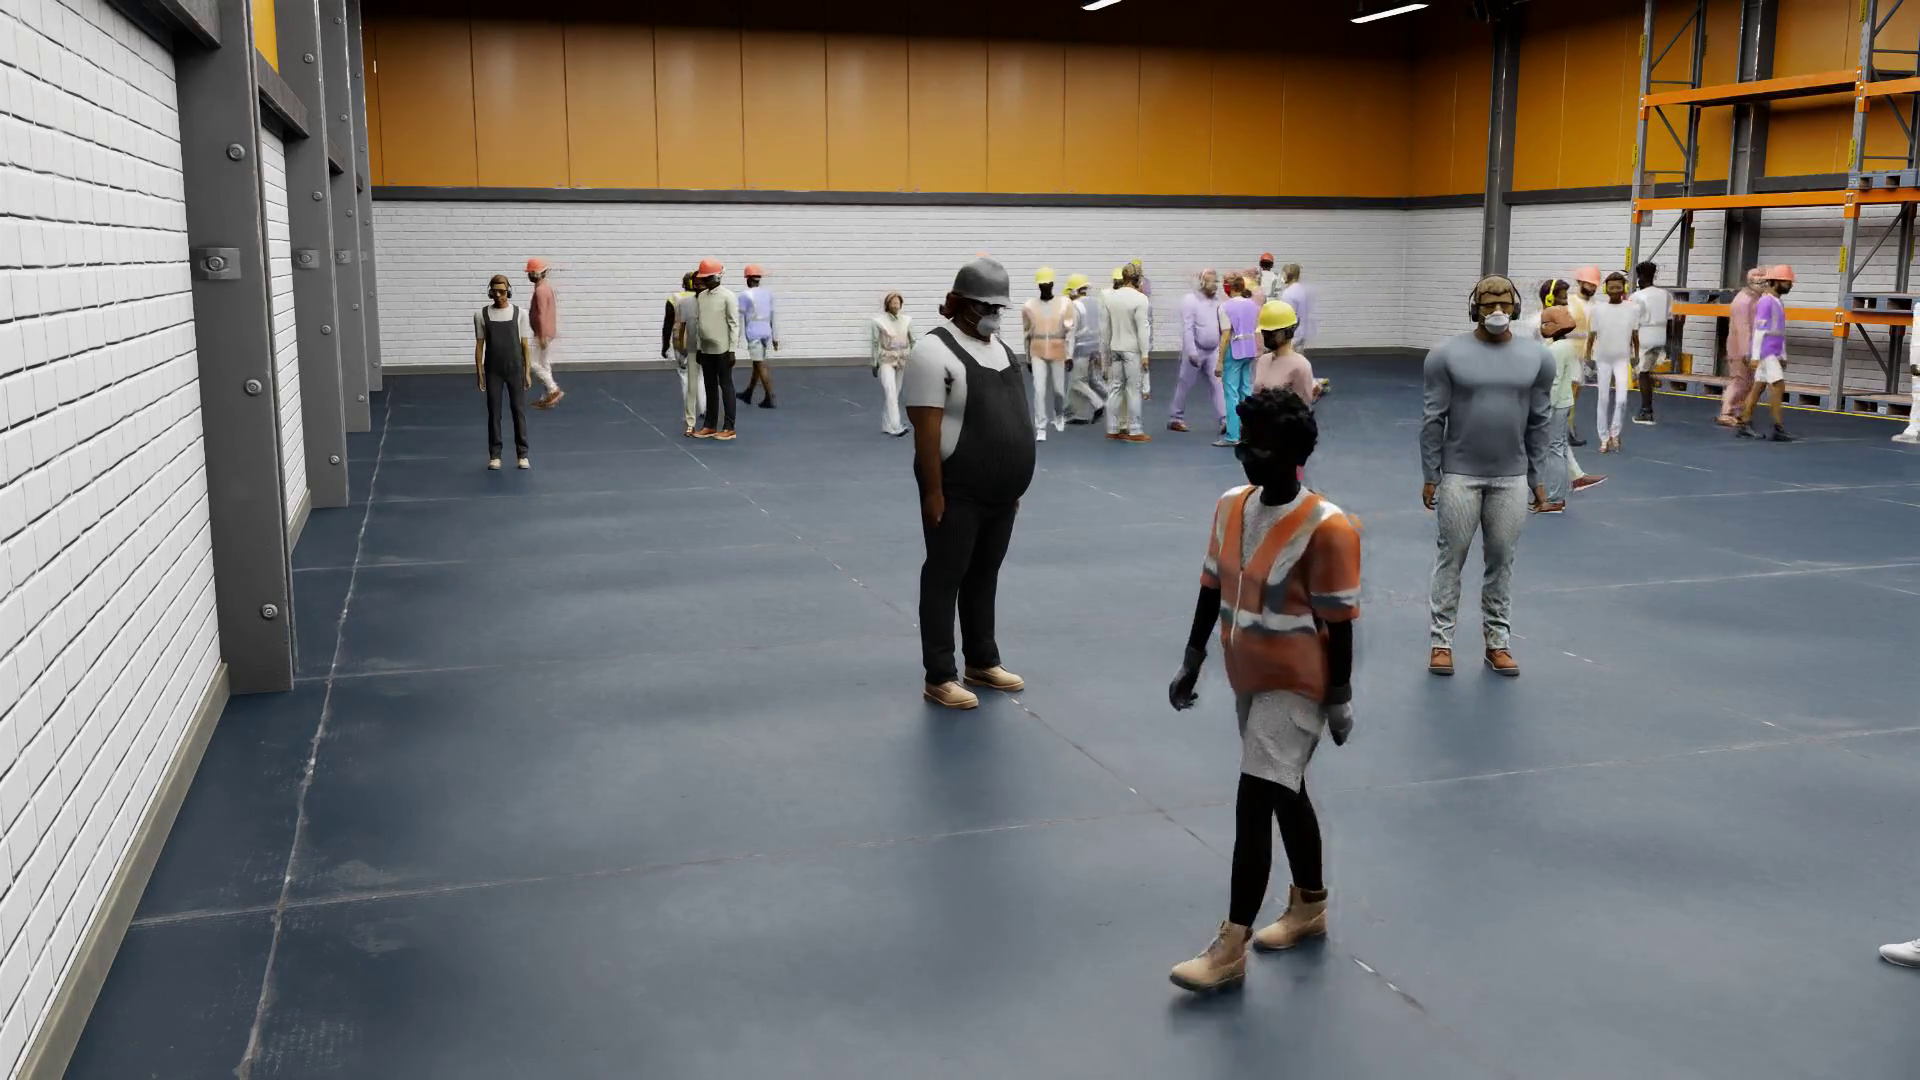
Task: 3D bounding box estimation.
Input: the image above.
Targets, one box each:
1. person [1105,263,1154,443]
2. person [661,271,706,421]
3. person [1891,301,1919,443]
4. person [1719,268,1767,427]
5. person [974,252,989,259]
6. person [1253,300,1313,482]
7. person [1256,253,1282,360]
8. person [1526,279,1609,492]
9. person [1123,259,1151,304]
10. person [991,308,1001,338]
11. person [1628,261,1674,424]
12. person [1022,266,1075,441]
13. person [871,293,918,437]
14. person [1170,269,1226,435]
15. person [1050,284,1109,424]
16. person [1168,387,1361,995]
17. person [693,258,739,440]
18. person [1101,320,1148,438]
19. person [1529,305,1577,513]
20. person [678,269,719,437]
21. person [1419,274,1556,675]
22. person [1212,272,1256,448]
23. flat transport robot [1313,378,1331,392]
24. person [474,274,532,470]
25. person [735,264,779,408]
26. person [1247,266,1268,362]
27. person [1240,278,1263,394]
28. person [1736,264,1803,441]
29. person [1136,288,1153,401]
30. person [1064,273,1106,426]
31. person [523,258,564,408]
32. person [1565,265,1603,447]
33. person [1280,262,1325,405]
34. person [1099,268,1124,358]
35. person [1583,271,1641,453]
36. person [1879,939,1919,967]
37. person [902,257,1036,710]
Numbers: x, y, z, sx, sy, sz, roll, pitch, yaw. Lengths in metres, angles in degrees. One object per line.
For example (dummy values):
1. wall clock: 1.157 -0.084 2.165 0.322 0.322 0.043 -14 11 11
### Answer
1. person: 1.810 -1.994 17.920 0.579 1.935 0.646 -7 12 -35
2. person: -3.282 -2.340 20.189 0.641 1.820 0.546 -5 11 -25
3. person: 10.366 -1.927 17.661 0.578 1.862 0.774 -4 11 -23
4. person: 9.156 -2.232 19.418 0.488 1.863 0.686 8 13 39
5. person: 0.321 -3.250 24.794 0.374 2.043 0.611 4 10 20
6. person: 1.897 -0.553 10.003 0.320 1.762 0.522 -5 11 -26
7. person: 5.636 -4.272 30.715 0.615 2.039 0.387 3 10 15
8. person: 4.964 -1.270 13.993 0.999 1.810 0.509 4 11 22
9. person: 3.286 -4.313 31.277 0.594 1.925 0.368 0 10 -2
10. person: 0.266 -2.094 18.407 0.551 1.934 0.373 -8 12 -38
11. person: 8.184 -2.366 19.955 0.630 1.935 0.646 -4 11 -22
12. person: 0.970 -2.055 18.273 0.589 1.906 0.735 1 10 5
13. person: -0.689 -1.924 18.432 0.516 1.590 0.875 -6 11 -31
14. person: 2.740 -2.114 18.771 0.648 1.855 0.986 -6 11 -31
15. person: 1.545 -2.227 19.905 0.905 1.690 0.515 -2 10 -10
16. person: 0.803 0.414 4.667 0.767 1.669 0.540 -4 11 -24
17. person: -2.689 -2.090 18.246 0.610 1.984 0.399 8 13 40
18. person: 1.791 -1.911 18.344 0.535 1.609 0.449 -3 10 -15
19. person: 4.682 -1.028 13.108 0.278 1.633 0.497 5 11 29
20. person: -2.886 -2.082 18.554 0.510 1.865 0.329 -2 10 -13
21. person: 2.540 -0.307 8.056 0.630 1.940 0.372 1 10 3
22. person: 2.902 -1.888 17.490 0.564 1.841 0.391 -9 14 -44
23. flat transport robot: 4.842 -2.177 23.706 0.652 0.197 1.431 4 11 22
24. person: -4.309 -1.576 15.704 0.507 1.841 0.334 -2 10 -14
25. person: -2.752 -2.707 22.095 0.969 1.881 0.556 8 13 39
26. person: 4.203 -3.063 24.263 1.008 1.862 0.655 -6 11 -30
27. person: 3.458 -2.319 20.303 0.547 1.717 0.877 4 11 24
28. person: 8.887 -2.016 18.030 0.824 1.905 0.581 8 12 38
29. person: 2.426 -2.740 23.045 0.520 1.626 0.306 5 11 27
30. person: 1.469 -2.202 19.423 0.599 1.809 0.618 6 12 33
31. person: -5.500 -2.701 21.790 0.437 1.976 0.650 -1 10 -8
32. person: 6.589 -1.937 17.588 0.544 1.901 0.796 -3 10 -17
33. person: 4.341 -2.617 21.457 0.612 1.923 0.637 6 12 33
34. person: 2.456 -3.278 25.643 0.626 1.796 0.846 -1 10 -6
35. person: 6.638 -1.795 16.919 0.550 1.847 0.527 4 10 21
36. person: 2.853 0.322 4.475 0.377 1.916 0.600 0 10 1
37. person: 0.088 -0.273 7.563 0.536 2.000 0.672 7 12 36
